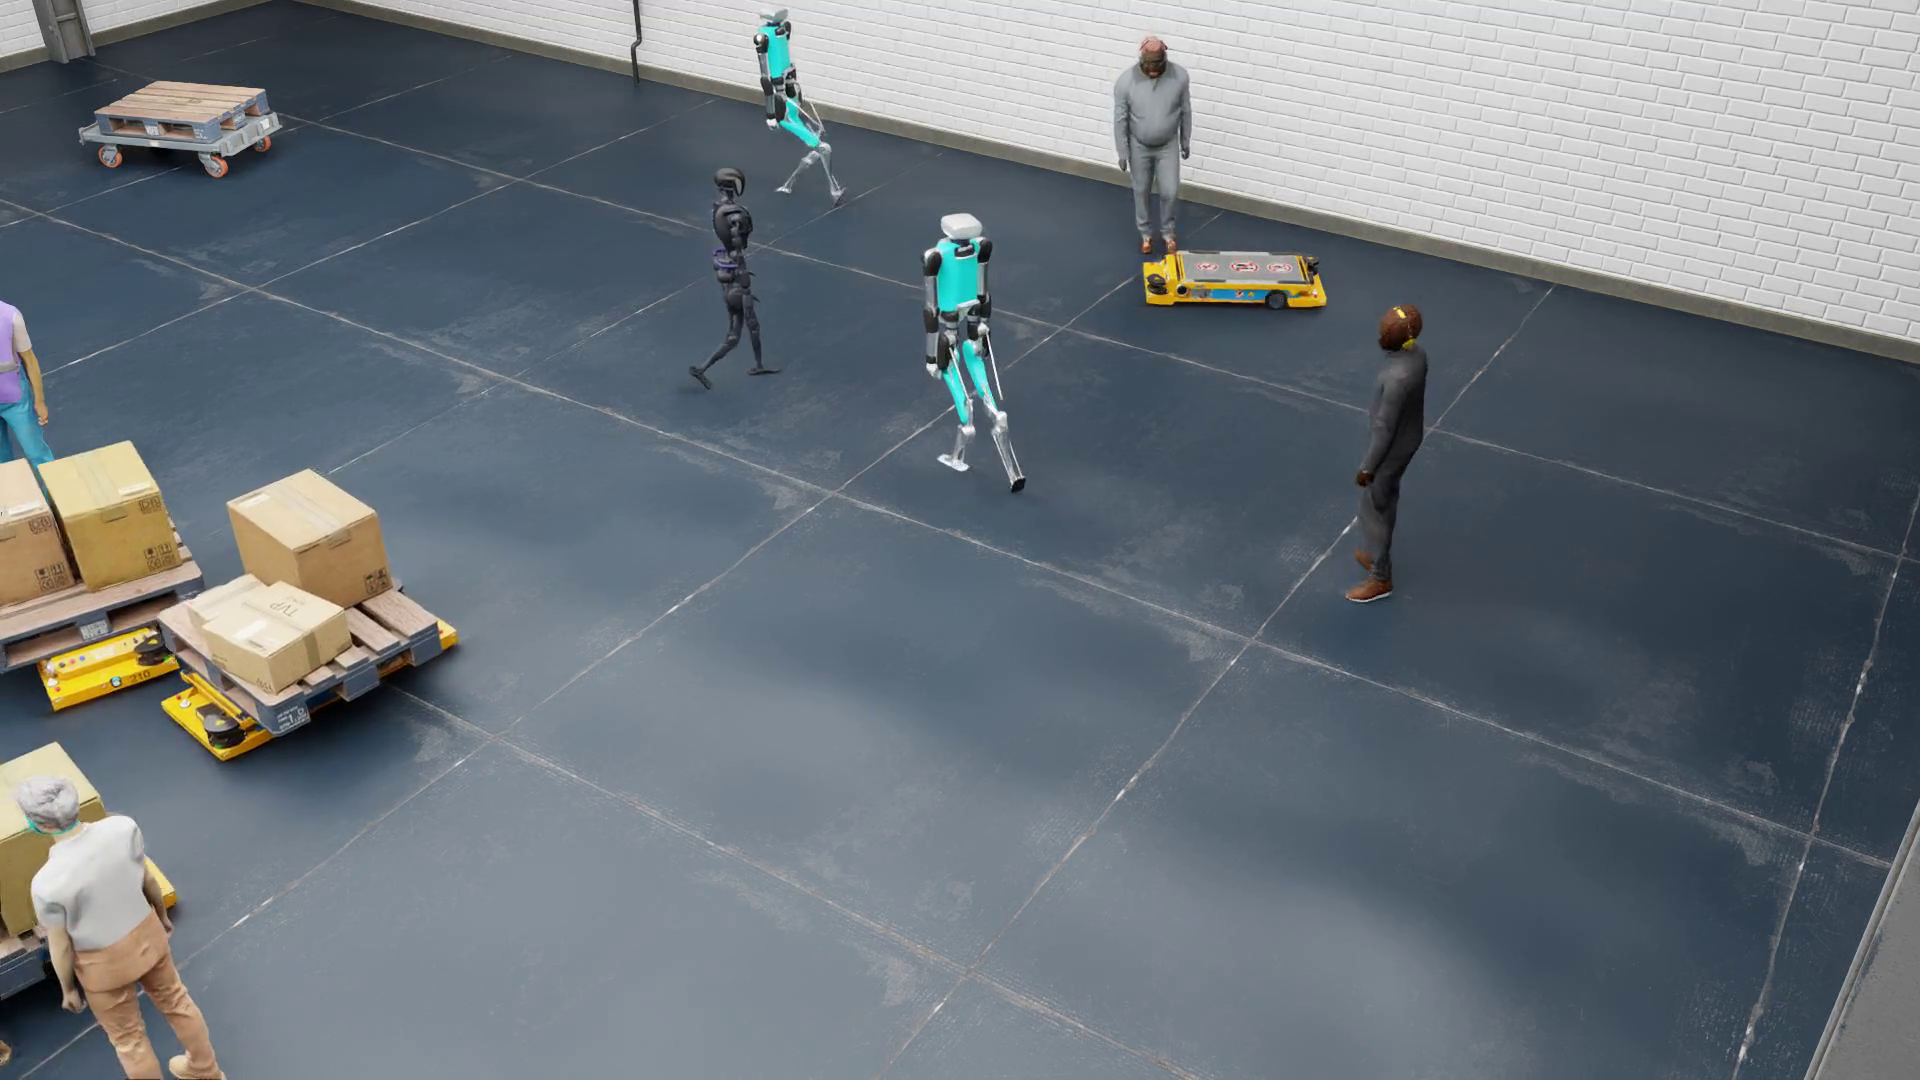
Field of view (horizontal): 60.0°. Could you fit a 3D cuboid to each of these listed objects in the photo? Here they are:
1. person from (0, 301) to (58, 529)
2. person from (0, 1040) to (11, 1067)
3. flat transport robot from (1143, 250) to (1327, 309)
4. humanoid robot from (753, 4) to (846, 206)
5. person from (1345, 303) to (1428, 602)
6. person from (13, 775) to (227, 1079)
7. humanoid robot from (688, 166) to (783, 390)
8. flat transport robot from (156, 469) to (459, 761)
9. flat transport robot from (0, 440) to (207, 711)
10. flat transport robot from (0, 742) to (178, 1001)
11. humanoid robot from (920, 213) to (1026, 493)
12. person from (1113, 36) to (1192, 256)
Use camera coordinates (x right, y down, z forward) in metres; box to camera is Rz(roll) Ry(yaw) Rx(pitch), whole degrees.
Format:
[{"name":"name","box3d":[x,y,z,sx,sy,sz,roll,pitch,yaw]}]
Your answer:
[{"name":"person","box3d":[-5.851,-0.854,10.127,0.569,1.845,0.383,-3,33,-4]},{"name":"person","box3d":[-3.577,1.913,5.868,0.387,1.796,0.797,13,35,19]},{"name":"flat transport robot","box3d":[2.230,-2.124,13.561,1.431,0.231,0.659,1,33,2]},{"name":"humanoid robot","box3d":[-1.333,-3.865,14.938,0.955,1.773,0.542,13,35,19]},{"name":"person","box3d":[2.484,-0.512,9.593,0.328,1.856,0.635,15,36,22]},{"name":"person","box3d":[-3.251,1.589,6.430,0.334,1.739,0.483,14,35,20]},{"name":"humanoid robot","box3d":[-1.666,-1.883,11.908,0.690,1.637,0.584,-9,34,-13]},{"name":"flat transport robot","box3d":[-3.578,0.685,9.190,0.659,0.231,1.431,26,41,34]},{"name":"flat transport robot","box3d":[-5.031,0.444,9.565,0.659,0.231,1.431,-21,38,-29]},{"name":"flat transport robot","box3d":[-4.386,1.769,7.504,1.431,0.231,0.659,-28,42,-36]},{"name":"humanoid robot","box3d":[0.175,-1.127,10.696,0.565,1.817,0.896,-25,40,-33]},{"name":"person","box3d":[1.597,-3.257,13.834,0.666,1.880,0.533,0,33,1]}]
